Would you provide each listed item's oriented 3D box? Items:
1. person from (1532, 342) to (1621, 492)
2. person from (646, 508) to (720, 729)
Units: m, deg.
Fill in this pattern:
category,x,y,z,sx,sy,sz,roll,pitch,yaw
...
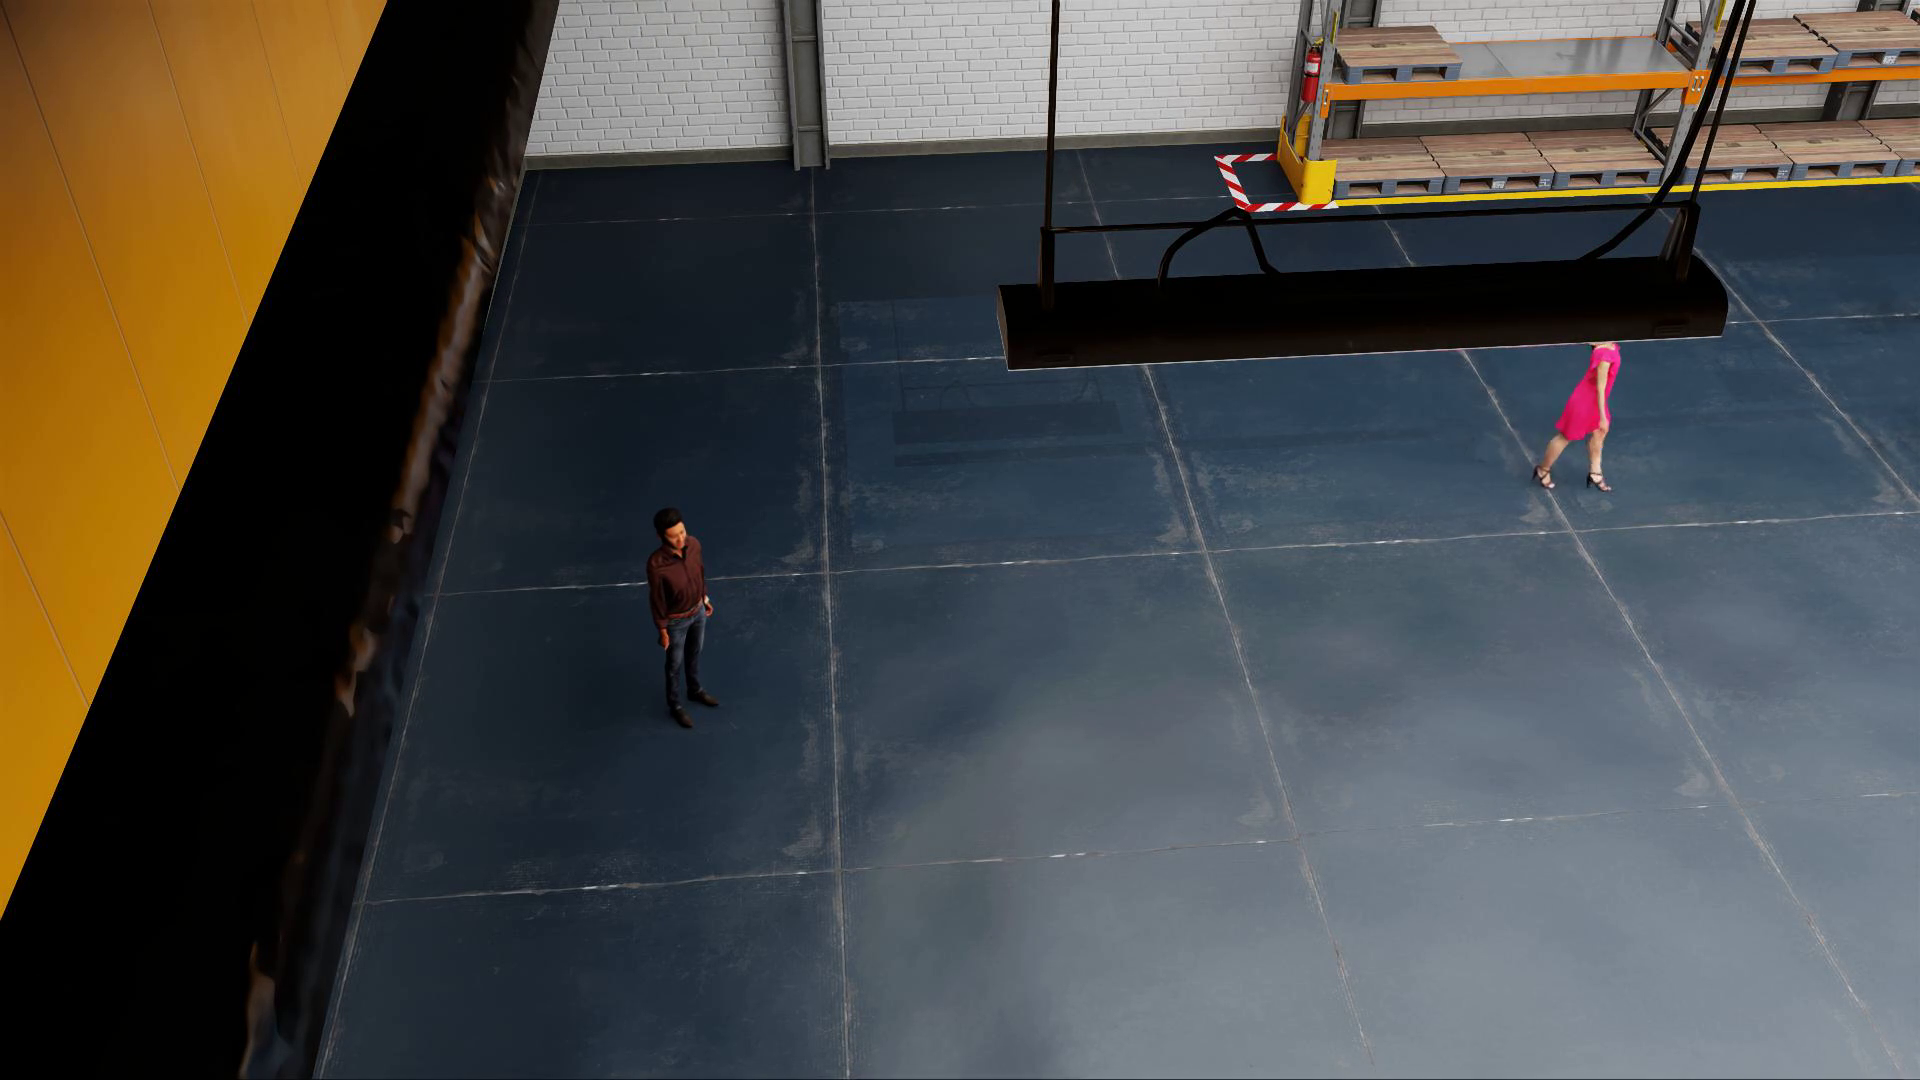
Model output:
category,x,y,z,sx,sy,sz,roll,pitch,yaw
person,4.941,-1.116,13.352,0.955,1.706,0.849,21,43,24
person,-1.897,0.498,11.272,0.748,1.779,0.708,25,45,28
